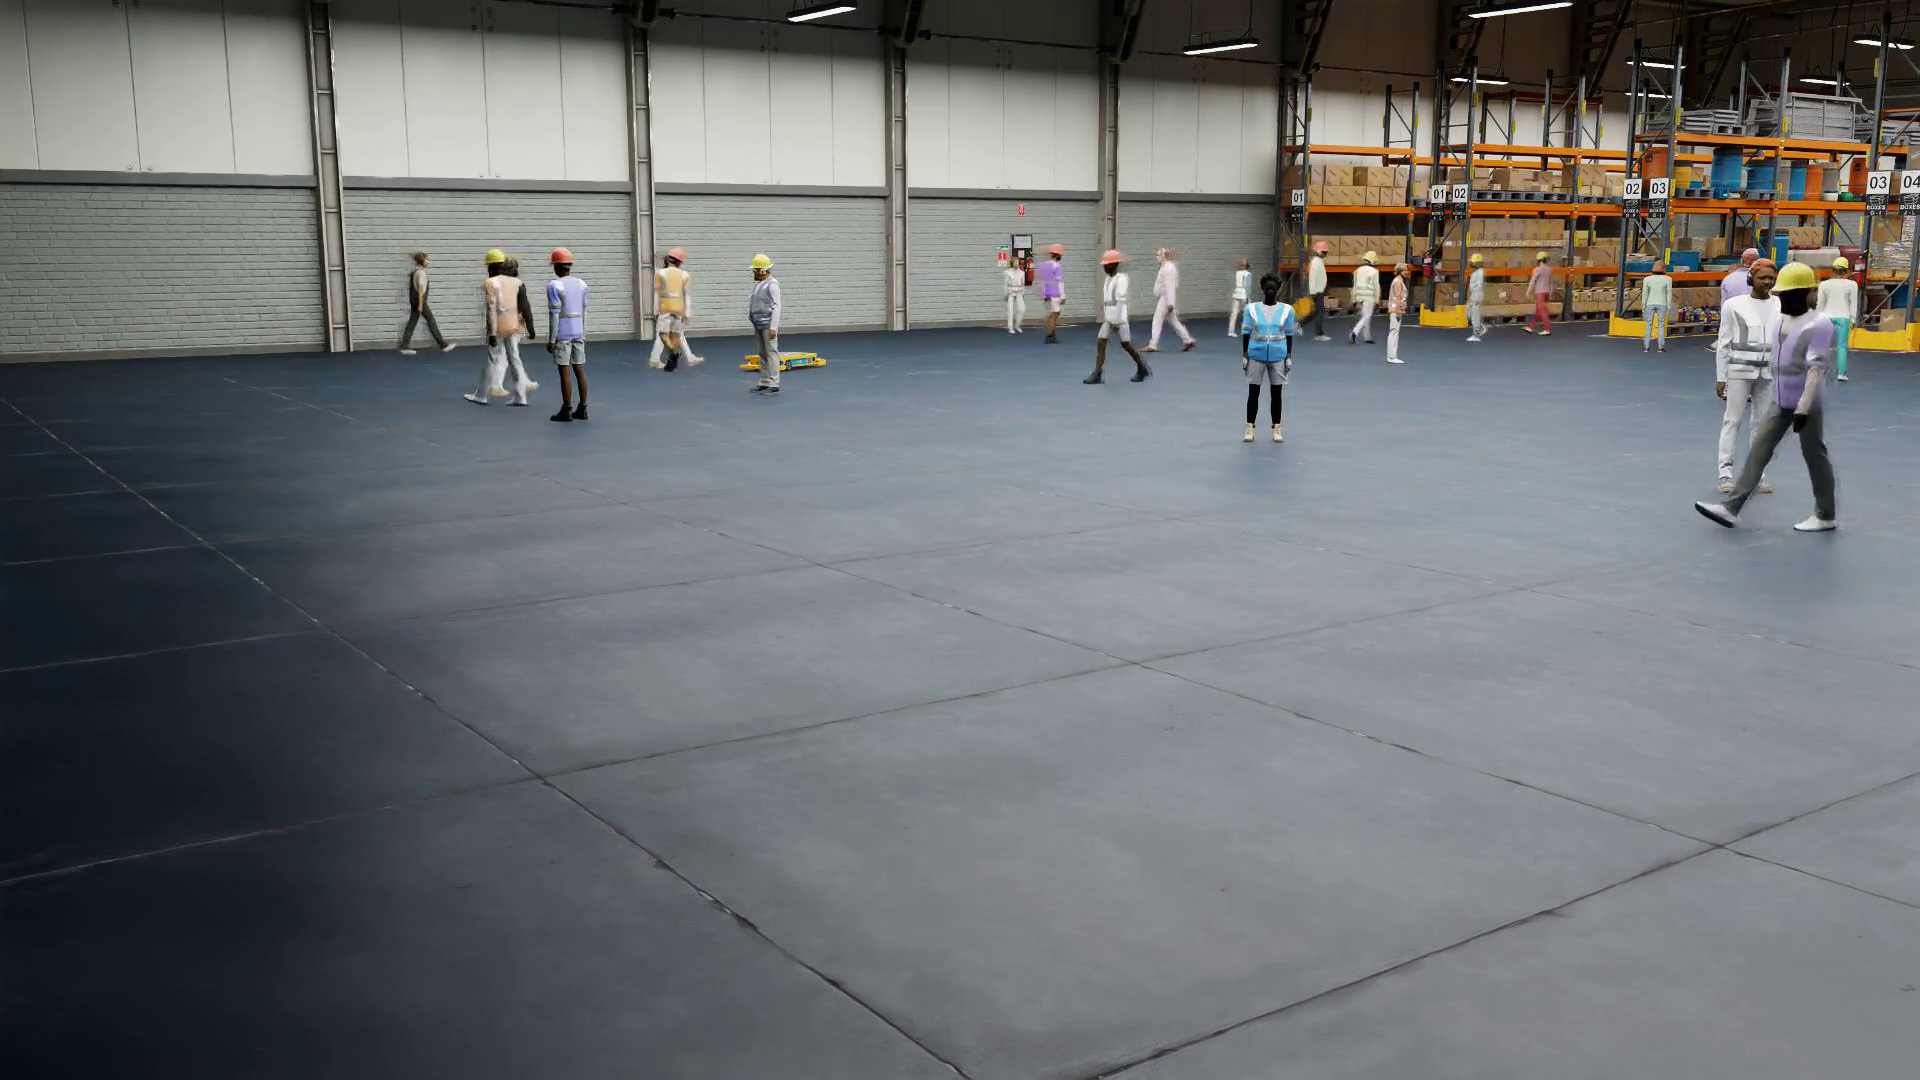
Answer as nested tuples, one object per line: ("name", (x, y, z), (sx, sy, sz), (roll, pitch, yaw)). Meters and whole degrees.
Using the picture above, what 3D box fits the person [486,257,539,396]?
("person", (-5.873, -2.788, 21.752), (0.647, 1.787, 0.975), (6, 12, 32))

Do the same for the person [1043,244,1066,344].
("person", (1.854, -4.734, 32.048), (0.521, 1.915, 0.565), (-5, 12, -27))

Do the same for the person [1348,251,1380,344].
("person", (7.684, -4.590, 31.620), (0.807, 1.803, 0.607), (-7, 12, -32))

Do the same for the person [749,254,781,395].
("person", (-2.556, -2.817, 21.784), (0.404, 1.829, 0.591), (-6, 12, -30))

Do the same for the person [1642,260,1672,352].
("person", (12.467, -4.176, 29.764), (0.499, 1.634, 0.279), (6, 12, 31))

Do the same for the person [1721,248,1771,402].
("person", (9.855, -2.684, 20.826), (0.410, 1.914, 0.642), (-8, 13, -36))

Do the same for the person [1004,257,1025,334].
("person", (1.158, -5.197, 35.368), (0.512, 1.627, 0.418), (-5, 11, -23))

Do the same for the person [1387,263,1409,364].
("person", (7.145, -3.702, 27.159), (0.313, 1.636, 0.517), (2, 11, 13))

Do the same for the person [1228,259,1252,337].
("person", (5.877, -4.975, 34.236), (0.844, 1.592, 0.530), (-5, 12, -27))

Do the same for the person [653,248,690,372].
("person", (-4.352, -3.485, 25.263), (0.571, 1.895, 0.613), (-5, 12, -27))

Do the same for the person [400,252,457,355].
("person", (-9.387, -4.133, 29.109), (1.003, 1.787, 0.530), (-8, 13, -37))

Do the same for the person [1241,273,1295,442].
("person", (3.083, -1.825, 16.699), (0.534, 1.700, 0.318), (1, 10, 7))

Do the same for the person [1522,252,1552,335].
("person", (12.188, -5.189, 35.086), (0.543, 1.724, 0.896), (-7, 13, -35))

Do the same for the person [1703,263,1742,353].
("person", (13.580, -4.065, 29.292), (0.874, 1.578, 0.513), (8, 13, 38))

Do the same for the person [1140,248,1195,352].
("person", (3.752, -4.287, 29.757), (0.949, 1.870, 0.657), (1, 10, 6))

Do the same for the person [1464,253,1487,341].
("person", (10.237, -4.813, 32.990), (0.404, 1.727, 0.497), (0, 10, -2))

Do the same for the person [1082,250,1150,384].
("person", (2.239, -3.131, 23.388), (1.031, 1.885, 0.555), (-5, 11, -25))

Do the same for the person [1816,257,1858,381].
("person", (12.568, -3.166, 23.864), (0.524, 1.770, 0.315), (7, 12, 32))

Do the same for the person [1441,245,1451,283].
("person", (12.405, -6.685, 42.875), (0.328, 1.872, 0.514), (-9, 14, -42))

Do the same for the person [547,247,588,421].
("person", (-4.405, -2.295, 18.613), (0.350, 1.942, 0.543), (7, 12, 33))

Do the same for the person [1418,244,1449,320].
("person", (11.523, -6.196, 40.197), (0.965, 1.874, 0.616), (-10, 14, -42))

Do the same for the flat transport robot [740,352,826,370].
("flat transport robot", (-2.757, -2.802, 25.973), (0.652, 0.197, 1.431), (6, 12, 28))

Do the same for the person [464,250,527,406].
("person", (-5.672, -2.576, 20.276), (0.910, 1.885, 0.619), (5, 11, 24))

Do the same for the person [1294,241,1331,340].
("person", (7.072, -4.969, 33.177), (0.666, 1.972, 0.630), (3, 11, 17))

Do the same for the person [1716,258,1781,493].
("person", (6.388, -1.315, 13.396), (0.584, 1.883, 0.347), (0, 10, 2))

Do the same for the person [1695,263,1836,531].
("person", (5.716, -0.970, 11.539), (0.991, 1.865, 0.604), (-1, 10, -8))

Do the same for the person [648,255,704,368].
("person", (-4.515, -3.602, 26.184), (0.987, 1.791, 0.645), (-6, 12, -31))
